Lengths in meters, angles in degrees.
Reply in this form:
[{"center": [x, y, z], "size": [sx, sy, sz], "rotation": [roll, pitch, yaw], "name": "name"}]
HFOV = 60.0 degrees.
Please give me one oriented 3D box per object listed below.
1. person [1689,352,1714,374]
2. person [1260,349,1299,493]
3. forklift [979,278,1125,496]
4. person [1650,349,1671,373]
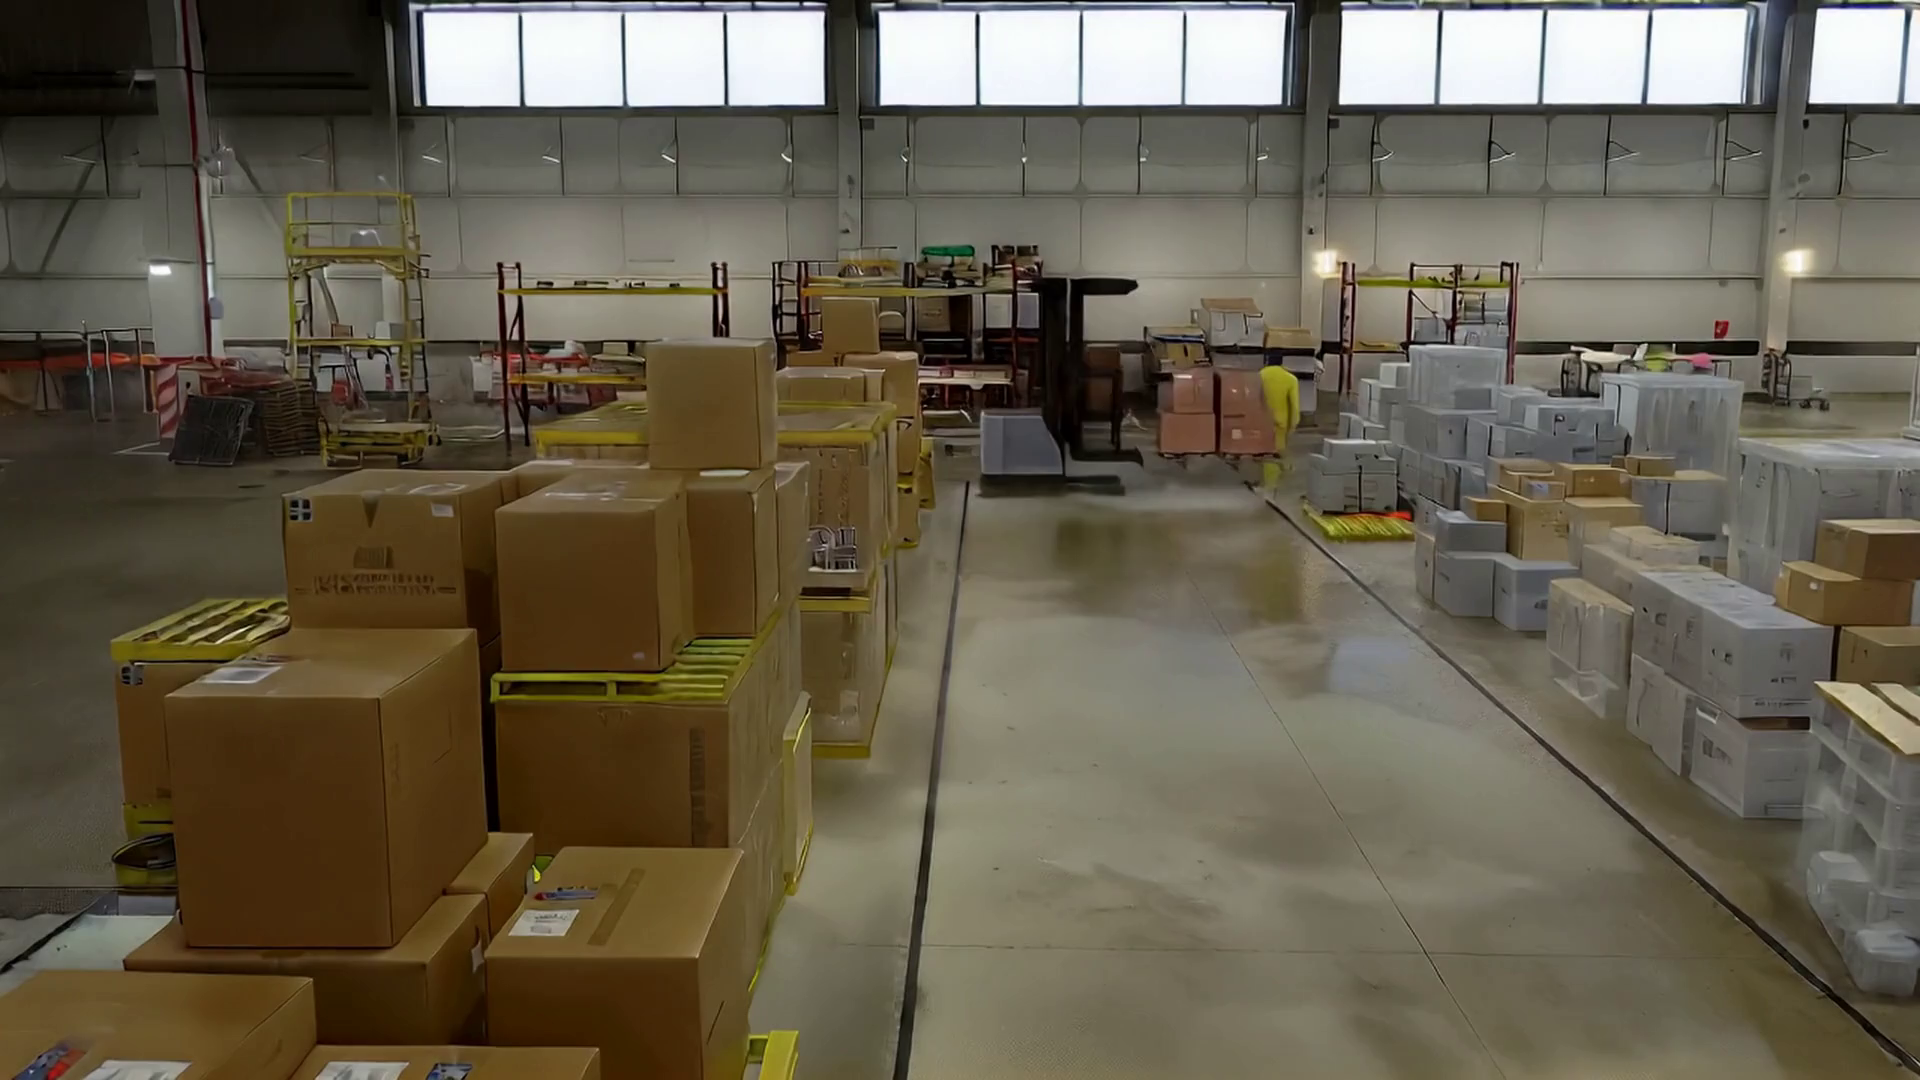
[{"center": [8.931, -1.322, 20.287], "size": [0.611, 1.965, 0.820], "rotation": [-2, 10, -13], "name": "person"}, {"center": [4.190, -1.596, 22.189], "size": [0.652, 1.877, 1.058], "rotation": [3, 10, 18], "name": "person"}, {"center": [1.189, -2.013, 21.691], "size": [1.873, 2.768, 1.129], "rotation": [0, 9, 1], "name": "forklift"}, {"center": [9.417, -1.623, 22.360], "size": [0.571, 1.882, 1.010], "rotation": [-3, 10, -17], "name": "person"}]
